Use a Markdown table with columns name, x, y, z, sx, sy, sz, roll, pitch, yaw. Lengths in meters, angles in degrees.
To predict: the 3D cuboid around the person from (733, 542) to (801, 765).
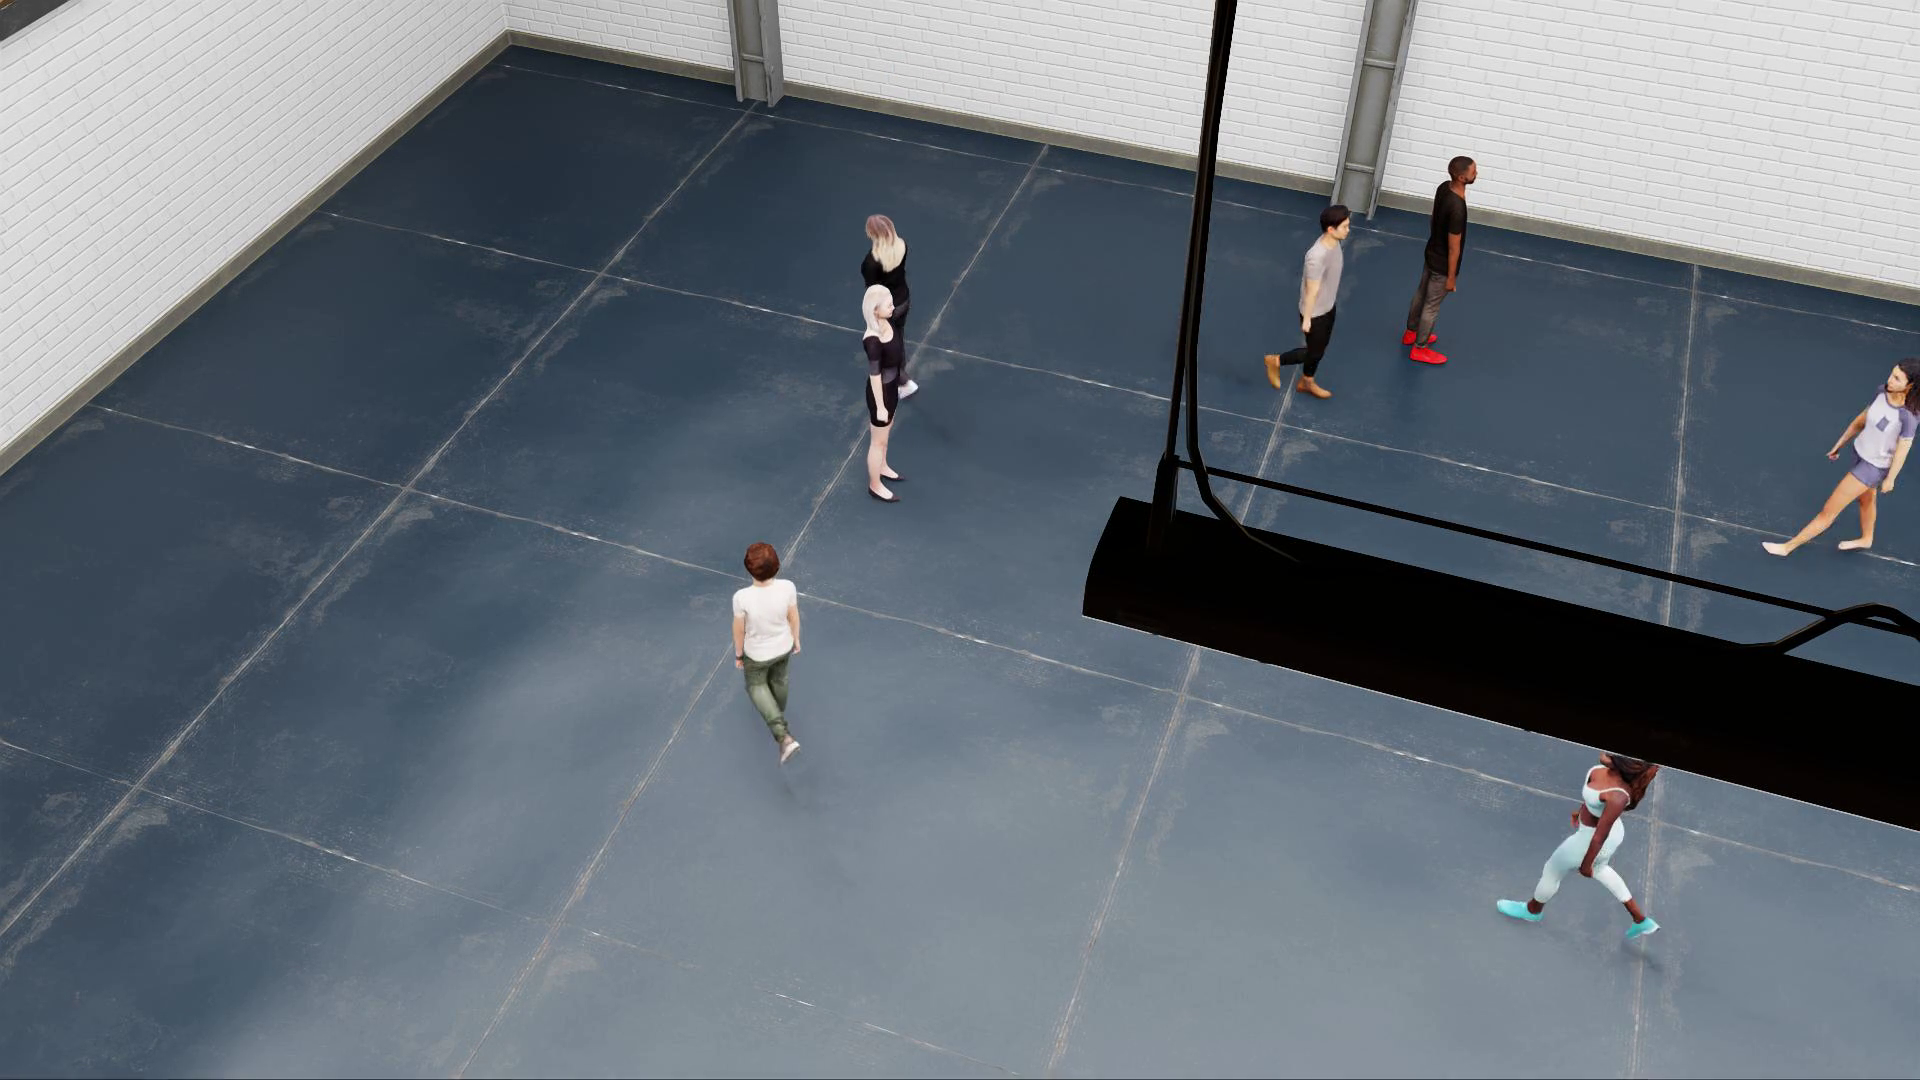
| name | x | y | z | sx | sy | sz | roll | pitch | yaw |
| --- | --- | --- | --- | --- | --- | --- | --- | --- | --- |
| person | -1.156 | 0.715 | 10.165 | 0.936 | 1.638 | 0.997 | -17 | 46 | -17 |

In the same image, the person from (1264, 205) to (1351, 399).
| name | x | y | z | sx | sy | sz | roll | pitch | yaw |
| --- | --- | --- | --- | --- | --- | --- | --- | --- | --- |
| person | 2.675 | -1.824 | 12.779 | 0.839 | 1.707 | 0.696 | 23 | 48 | 22 |

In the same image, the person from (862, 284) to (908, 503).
| name | x | y | z | sx | sy | sz | roll | pitch | yaw |
| --- | --- | --- | --- | --- | --- | --- | --- | --- | --- |
| person | -0.563 | -1.048 | 11.875 | 0.550 | 1.832 | 0.605 | 5 | 44 | 5 |

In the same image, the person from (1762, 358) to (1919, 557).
| name | x | y | z | sx | sy | sz | roll | pitch | yaw |
| --- | --- | --- | --- | --- | --- | --- | --- | --- | --- |
| person | 6.338 | -0.528 | 11.434 | 1.177 | 1.686 | 0.906 | -3 | 44 | -4 |

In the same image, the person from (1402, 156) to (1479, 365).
| name | x | y | z | sx | sy | sz | roll | pitch | yaw |
| --- | --- | --- | --- | --- | --- | --- | --- | --- | --- |
| person | 3.792 | -2.226 | 13.131 | 0.674 | 1.806 | 0.706 | -3 | 44 | -3 |

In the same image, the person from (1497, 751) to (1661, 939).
| name | x | y | z | sx | sy | sz | roll | pitch | yaw |
| --- | --- | --- | --- | --- | --- | --- | --- | --- | --- |
| person | 3.556 | 1.665 | 9.122 | 1.105 | 1.700 | 0.707 | 22 | 48 | 22 |

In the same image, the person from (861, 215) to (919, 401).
| name | x | y | z | sx | sy | sz | roll | pitch | yaw |
| --- | --- | --- | --- | --- | --- | --- | --- | --- | --- |
| person | -0.482 | -1.715 | 12.694 | 0.761 | 1.668 | 0.822 | -33 | 53 | -30 |
